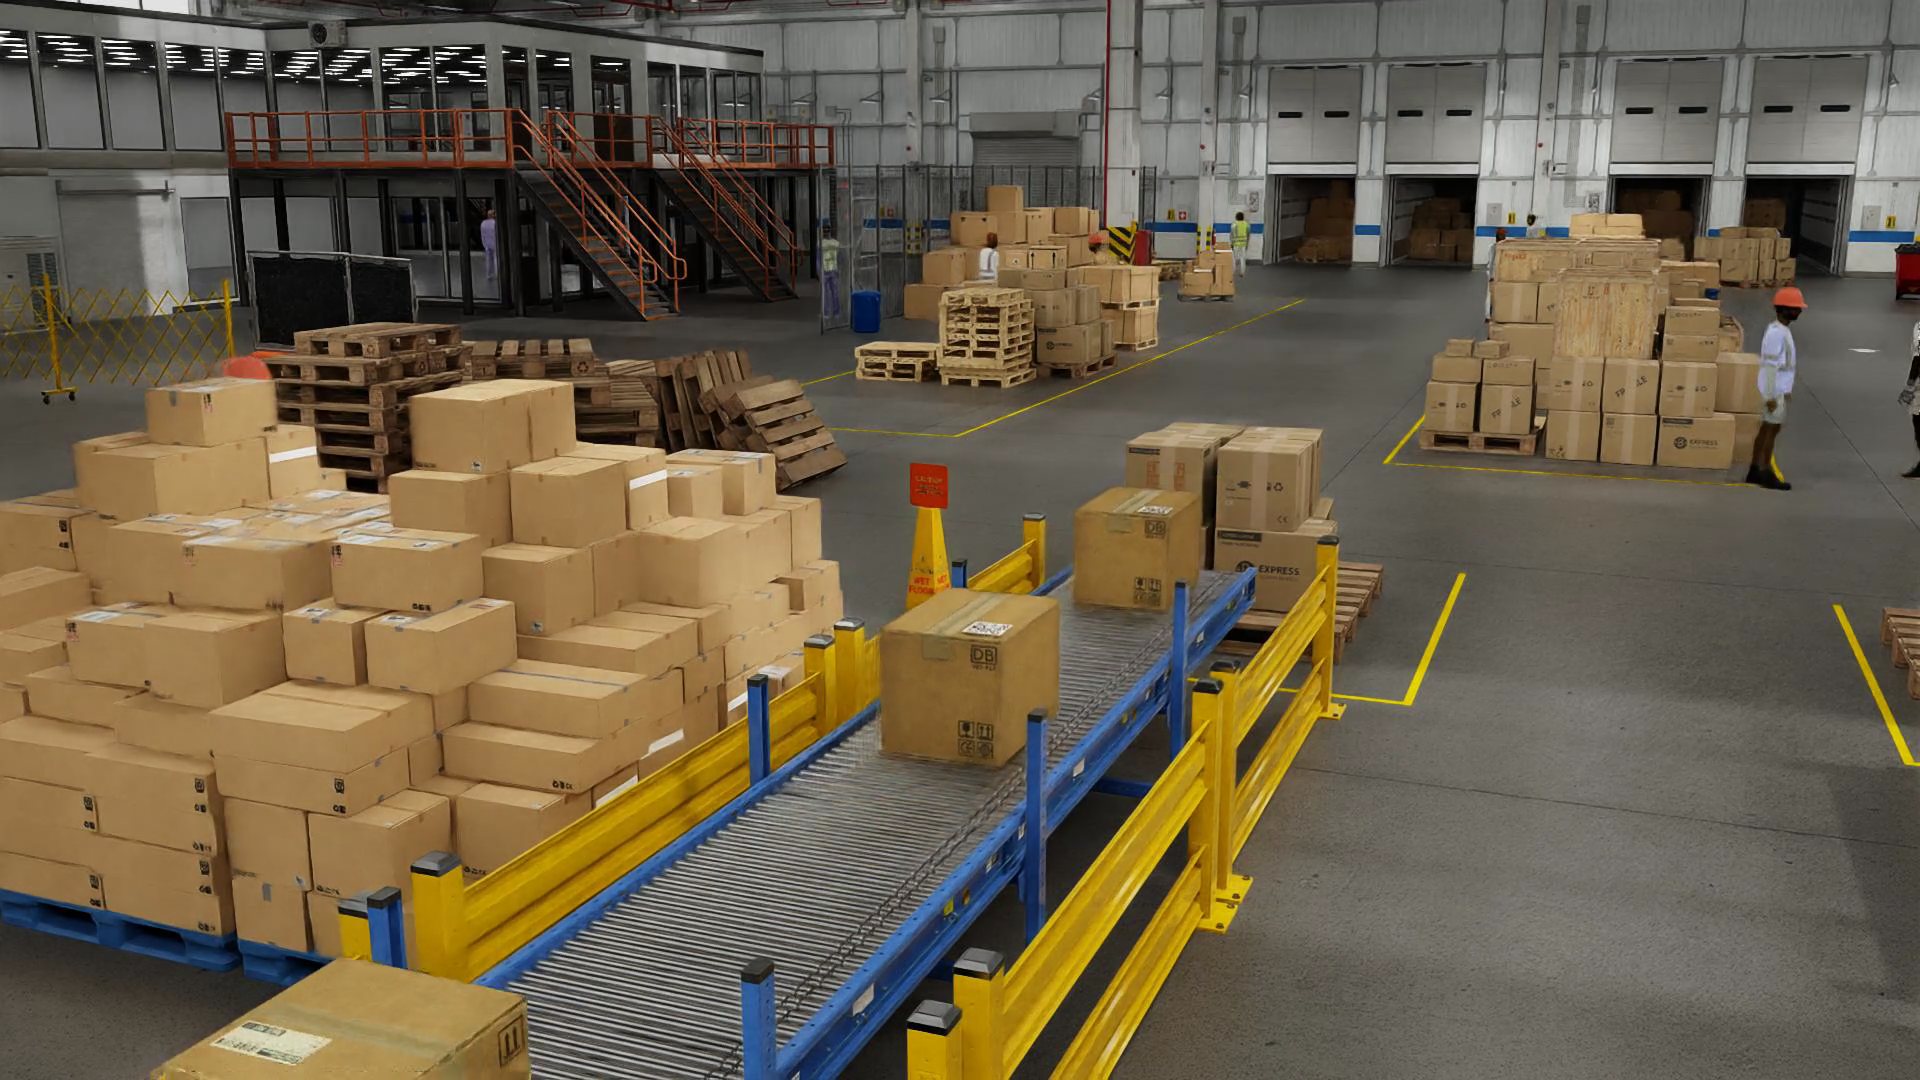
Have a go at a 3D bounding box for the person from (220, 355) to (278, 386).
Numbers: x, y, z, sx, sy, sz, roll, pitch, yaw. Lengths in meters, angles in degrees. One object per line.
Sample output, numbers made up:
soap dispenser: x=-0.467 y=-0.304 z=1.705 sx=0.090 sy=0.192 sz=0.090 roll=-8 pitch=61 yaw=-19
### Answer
person: x=-4.095 y=-0.066 z=9.536 sx=0.587 sy=1.970 sz=0.638 roll=-8 pitch=15 yaw=-33

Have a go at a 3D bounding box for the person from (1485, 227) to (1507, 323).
person: x=10.598 y=-5.224 z=32.864 sx=0.355 sy=1.887 sz=0.574 roll=9 pitch=15 yaw=34

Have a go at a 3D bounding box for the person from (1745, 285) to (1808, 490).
person: x=7.791 y=-1.448 z=15.835 sx=0.394 sy=1.938 sz=0.548 roll=7 pitch=14 yaw=28

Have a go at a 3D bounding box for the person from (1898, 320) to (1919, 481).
person: x=9.468 y=-1.538 z=16.215 sx=0.650 sy=1.965 sz=0.463 roll=-5 pitch=13 yaw=-20

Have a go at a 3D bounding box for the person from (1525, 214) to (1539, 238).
person: x=14.941 y=-7.654 z=43.877 sx=0.868 sy=1.833 sz=0.540 roll=12 pitch=17 yaw=43

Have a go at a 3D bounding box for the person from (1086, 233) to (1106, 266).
person: x=2.531 y=-4.502 z=29.607 sx=0.884 sy=1.908 sz=0.554 roll=0 pitch=13 yaw=1

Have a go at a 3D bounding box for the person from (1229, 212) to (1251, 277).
person: x=7.854 y=-8.340 z=47.015 sx=0.653 sy=1.808 sz=0.818 roll=-4 pitch=13 yaw=-16

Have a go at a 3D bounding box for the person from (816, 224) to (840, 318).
person: x=-2.705 y=-5.500 z=34.064 sx=0.589 sy=1.910 sz=0.392 roll=-12 pitch=17 yaw=-43

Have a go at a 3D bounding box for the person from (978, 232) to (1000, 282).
person: x=0.574 y=-4.730 z=30.687 sx=0.428 sy=1.866 sz=0.598 roll=-8 pitch=15 yaw=-33
